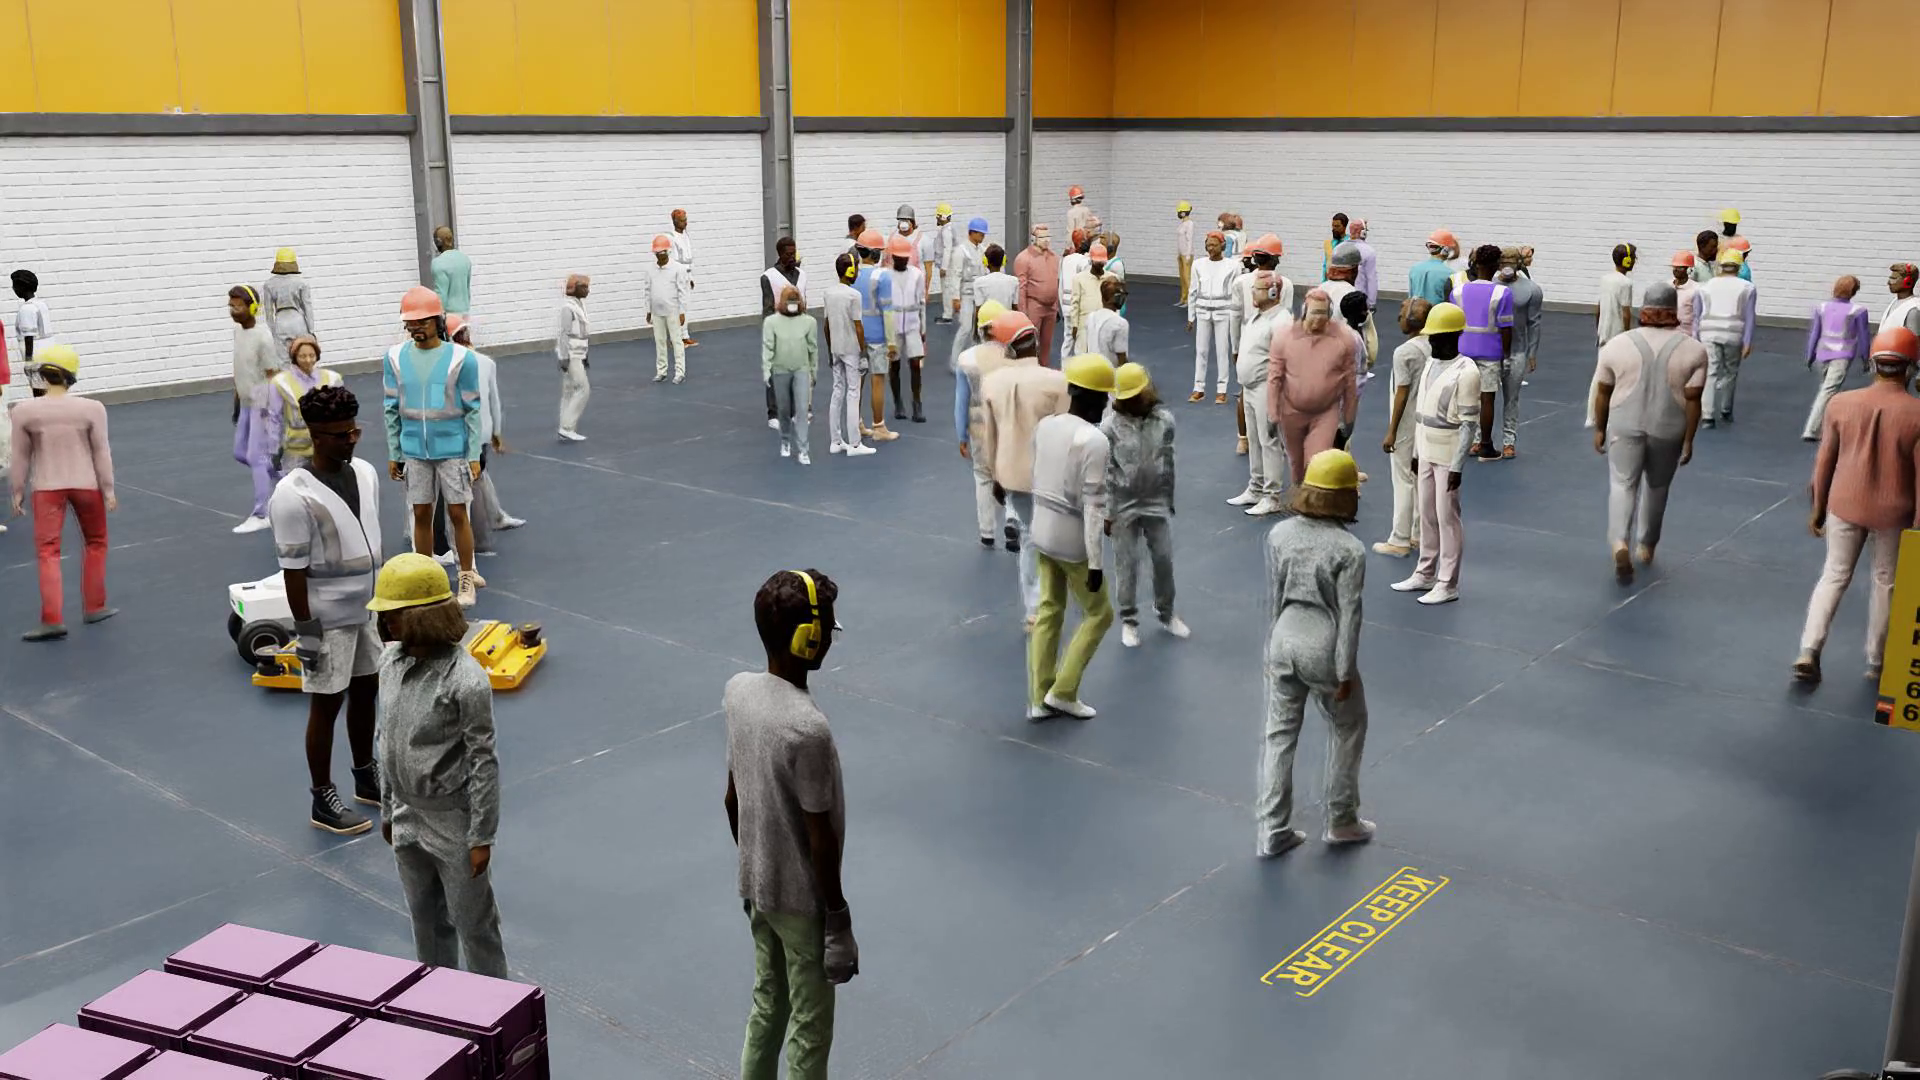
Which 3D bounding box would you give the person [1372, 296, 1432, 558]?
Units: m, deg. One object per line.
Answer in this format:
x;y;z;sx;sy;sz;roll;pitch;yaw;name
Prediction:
3.184;-0.794;11.744;0.513;1.843;0.335;-11;18;-38;person

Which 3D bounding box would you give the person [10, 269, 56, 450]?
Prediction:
-8.715;-1.710;15.731;0.319;1.686;0.539;-4;15;-14;person

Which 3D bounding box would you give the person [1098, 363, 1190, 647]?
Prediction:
1.054;-0.198;9.642;0.584;1.698;0.418;-4;15;-17;person

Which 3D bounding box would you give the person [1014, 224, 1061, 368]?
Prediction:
0.917;-2.635;18.975;0.653;1.906;0.408;-12;19;-40;person

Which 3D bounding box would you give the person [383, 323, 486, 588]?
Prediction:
-3.391;-0.568;10.849;0.625;1.844;0.429;-11;18;-38;person

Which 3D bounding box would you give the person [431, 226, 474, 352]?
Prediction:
-5.575;-2.468;18.256;0.370;1.934;0.627;4;15;15;person

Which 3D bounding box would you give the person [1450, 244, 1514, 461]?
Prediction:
4.722;-1.696;15.104;0.607;1.966;0.367;11;18;38;person

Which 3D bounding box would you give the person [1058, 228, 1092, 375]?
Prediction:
1.327;-2.534;18.621;0.362;1.882;0.576;-9;16;-31;person

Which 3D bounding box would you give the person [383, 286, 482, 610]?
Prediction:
-3.293;-0.561;10.413;0.607;2.044;0.379;0;14;1;person

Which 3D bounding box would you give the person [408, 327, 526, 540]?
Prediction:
-3.694;-0.781;12.205;0.878;1.591;0.530;-7;16;-26;person

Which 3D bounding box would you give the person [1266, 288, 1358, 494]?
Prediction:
2.626;-0.967;12.428;0.665;1.861;0.943;4;15;17;person

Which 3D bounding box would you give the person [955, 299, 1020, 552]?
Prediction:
0.258;-0.784;11.764;0.601;1.816;0.545;0;14;-1;person

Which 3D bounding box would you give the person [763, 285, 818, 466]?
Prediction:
-1.534;-1.513;15.100;0.505;1.605;0.726;-2;14;-7;person

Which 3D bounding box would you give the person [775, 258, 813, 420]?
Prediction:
-1.782;-2.078;17.173;0.531;1.698;0.320;9;16;31;person

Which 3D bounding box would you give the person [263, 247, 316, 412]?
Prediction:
-7.116;-2.236;17.713;0.492;1.742;0.324;-1;14;-5;person

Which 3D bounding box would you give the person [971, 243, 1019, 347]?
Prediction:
0.348;-1.998;16.515;0.530;1.864;0.313;-6;15;-24;person

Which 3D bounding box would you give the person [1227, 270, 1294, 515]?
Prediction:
2.368;-1.157;13.060;0.408;1.913;0.638;-3;14;-11;person

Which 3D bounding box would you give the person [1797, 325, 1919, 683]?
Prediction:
4.925;-0.167;8.989;0.702;1.990;0.627;-13;19;-41;person

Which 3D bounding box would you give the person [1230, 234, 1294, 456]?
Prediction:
2.776;-1.769;15.236;0.615;2.042;0.375;10;17;35;person

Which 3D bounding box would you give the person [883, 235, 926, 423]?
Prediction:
-0.582;-2.139;16.986;0.561;1.906;0.810;-3;14;-13;person

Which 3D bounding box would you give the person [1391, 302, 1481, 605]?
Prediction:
3.058;-0.552;10.610;0.366;1.926;0.587;-4;14;-14;person

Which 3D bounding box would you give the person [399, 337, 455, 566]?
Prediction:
-3.676;-0.748;11.512;0.514;1.872;0.328;12;19;40;person

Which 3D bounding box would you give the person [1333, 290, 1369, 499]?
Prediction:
3.172;-1.194;13.639;0.321;1.697;0.535;3;14;11;person

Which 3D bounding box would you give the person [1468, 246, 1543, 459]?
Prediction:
4.962;-1.713;15.228;0.638;1.936;0.356;6;15;22;person

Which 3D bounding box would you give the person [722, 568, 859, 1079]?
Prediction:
-0.449;0.986;4.594;0.328;1.865;0.520;-11;18;-36;person

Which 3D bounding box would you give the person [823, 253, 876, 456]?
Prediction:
-1.033;-1.709;15.366;0.510;1.865;0.328;12;19;41;person

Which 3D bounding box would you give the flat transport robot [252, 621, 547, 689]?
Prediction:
-3.100;0.628;9.254;1.431;0.197;0.652;0;14;1;flat transport robot

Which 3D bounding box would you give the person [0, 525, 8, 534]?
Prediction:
-7.268;-0.827;12.175;0.322;1.697;0.534;-4;14;-14;person

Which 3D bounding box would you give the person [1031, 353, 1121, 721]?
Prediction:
0.573;0.008;8.414;0.470;1.900;0.622;-10;17;-34;person

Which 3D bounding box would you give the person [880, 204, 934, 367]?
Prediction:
-0.694;-3.185;20.899;0.683;2.000;0.538;4;14;14;person

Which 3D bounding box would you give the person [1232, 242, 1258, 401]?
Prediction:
3.208;-2.406;18.371;0.333;1.749;0.574;0;14;0;person

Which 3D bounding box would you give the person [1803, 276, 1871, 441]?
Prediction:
8.515;-1.760;16.127;0.923;1.582;0.518;-8;16;-28;person

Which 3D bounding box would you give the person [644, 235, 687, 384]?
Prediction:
-3.487;-2.725;19.661;0.566;1.744;0.350;6;15;22;person

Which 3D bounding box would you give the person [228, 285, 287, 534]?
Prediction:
-5.310;-1.003;12.558;0.580;1.854;0.607;12;19;40;person
